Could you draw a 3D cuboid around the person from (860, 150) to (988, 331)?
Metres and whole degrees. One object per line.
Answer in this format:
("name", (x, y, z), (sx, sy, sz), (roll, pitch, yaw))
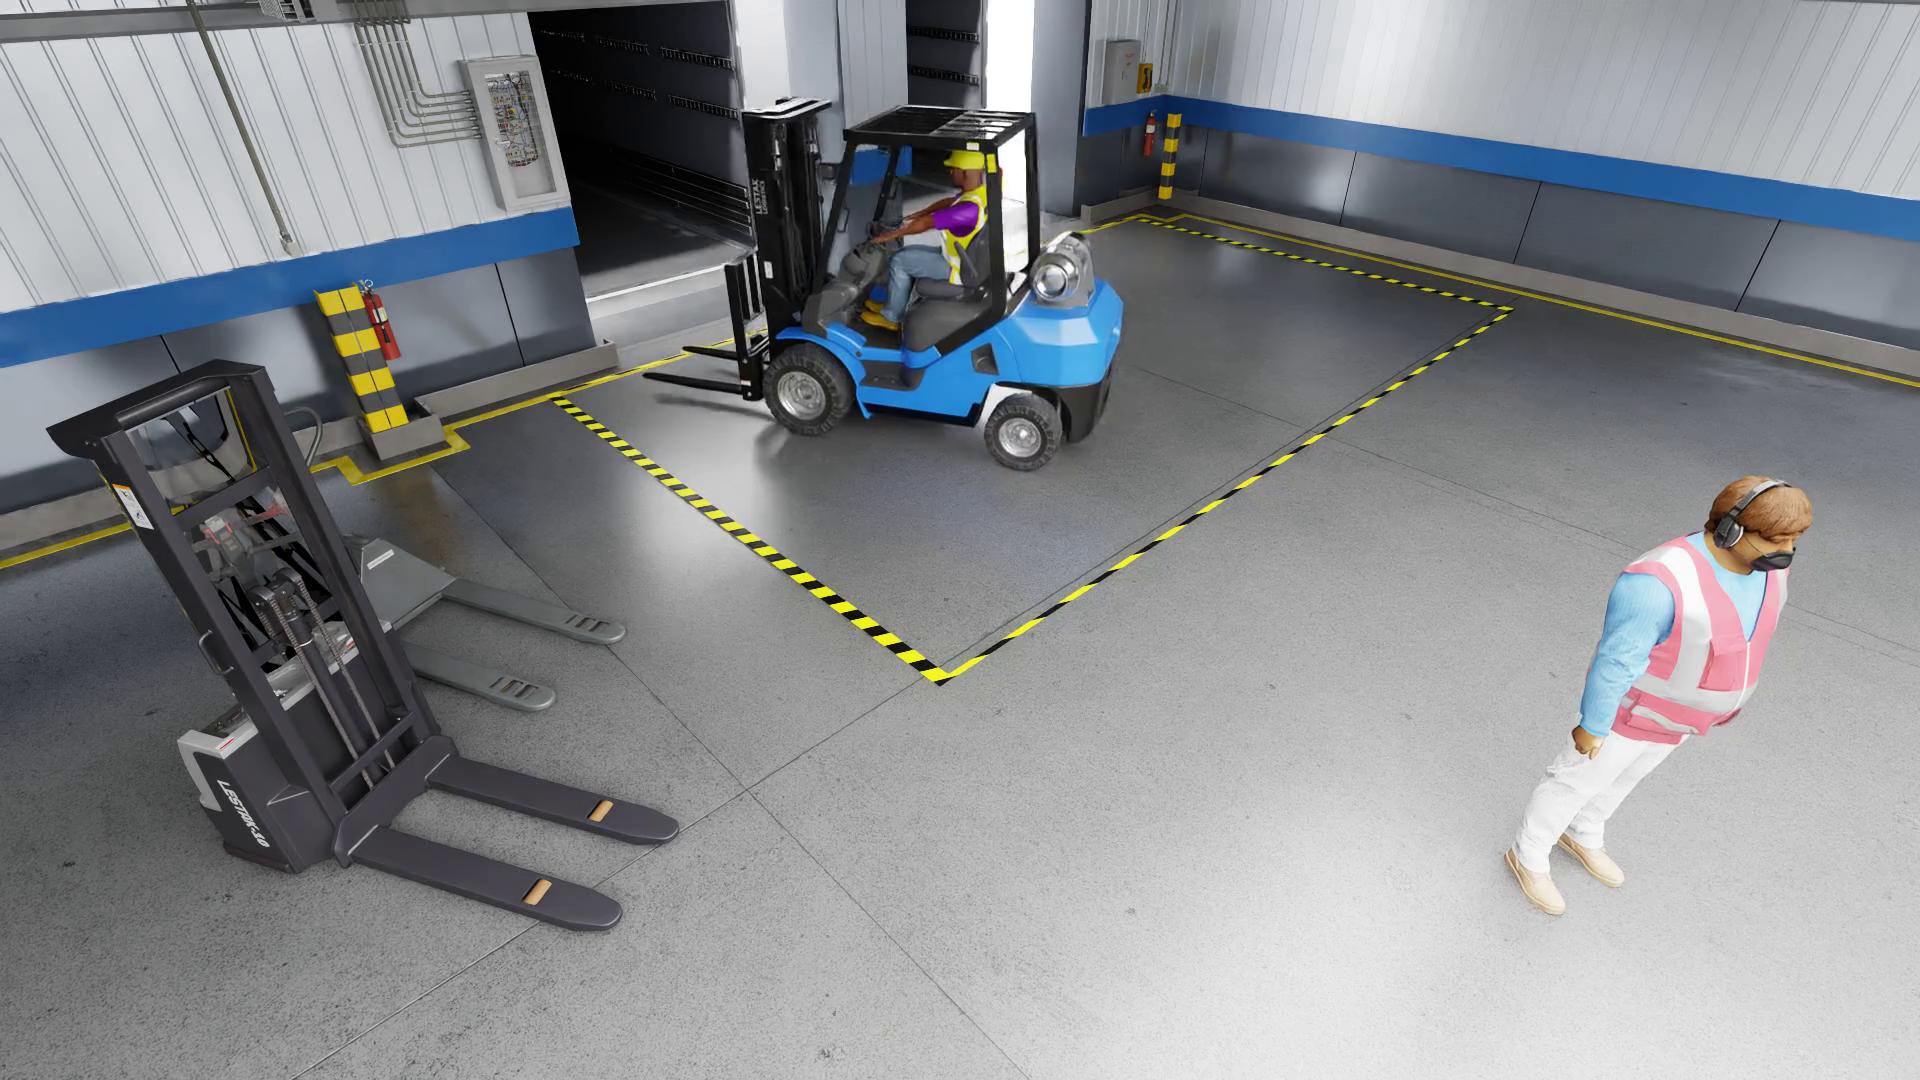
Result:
("person", (-0.260, -2.113, 6.433), (1.004, 1.294, 0.635), (10, 36, 14))

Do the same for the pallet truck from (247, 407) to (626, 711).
("pallet truck", (-2.628, 0.038, 4.590), (1.601, 1.201, 0.680), (12, 36, 18))

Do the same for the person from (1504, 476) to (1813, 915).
("person", (2.443, 0.591, 3.243), (0.624, 1.843, 0.429), (-12, 36, -17))

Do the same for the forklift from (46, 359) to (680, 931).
("forklift", (-2.135, 0.422, 3.354), (1.885, 1.965, 0.823), (10, 35, 14))

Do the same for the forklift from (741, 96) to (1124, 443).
("forklift", (-0.206, -1.944, 6.517), (2.680, 2.036, 1.157), (10, 36, 14))
